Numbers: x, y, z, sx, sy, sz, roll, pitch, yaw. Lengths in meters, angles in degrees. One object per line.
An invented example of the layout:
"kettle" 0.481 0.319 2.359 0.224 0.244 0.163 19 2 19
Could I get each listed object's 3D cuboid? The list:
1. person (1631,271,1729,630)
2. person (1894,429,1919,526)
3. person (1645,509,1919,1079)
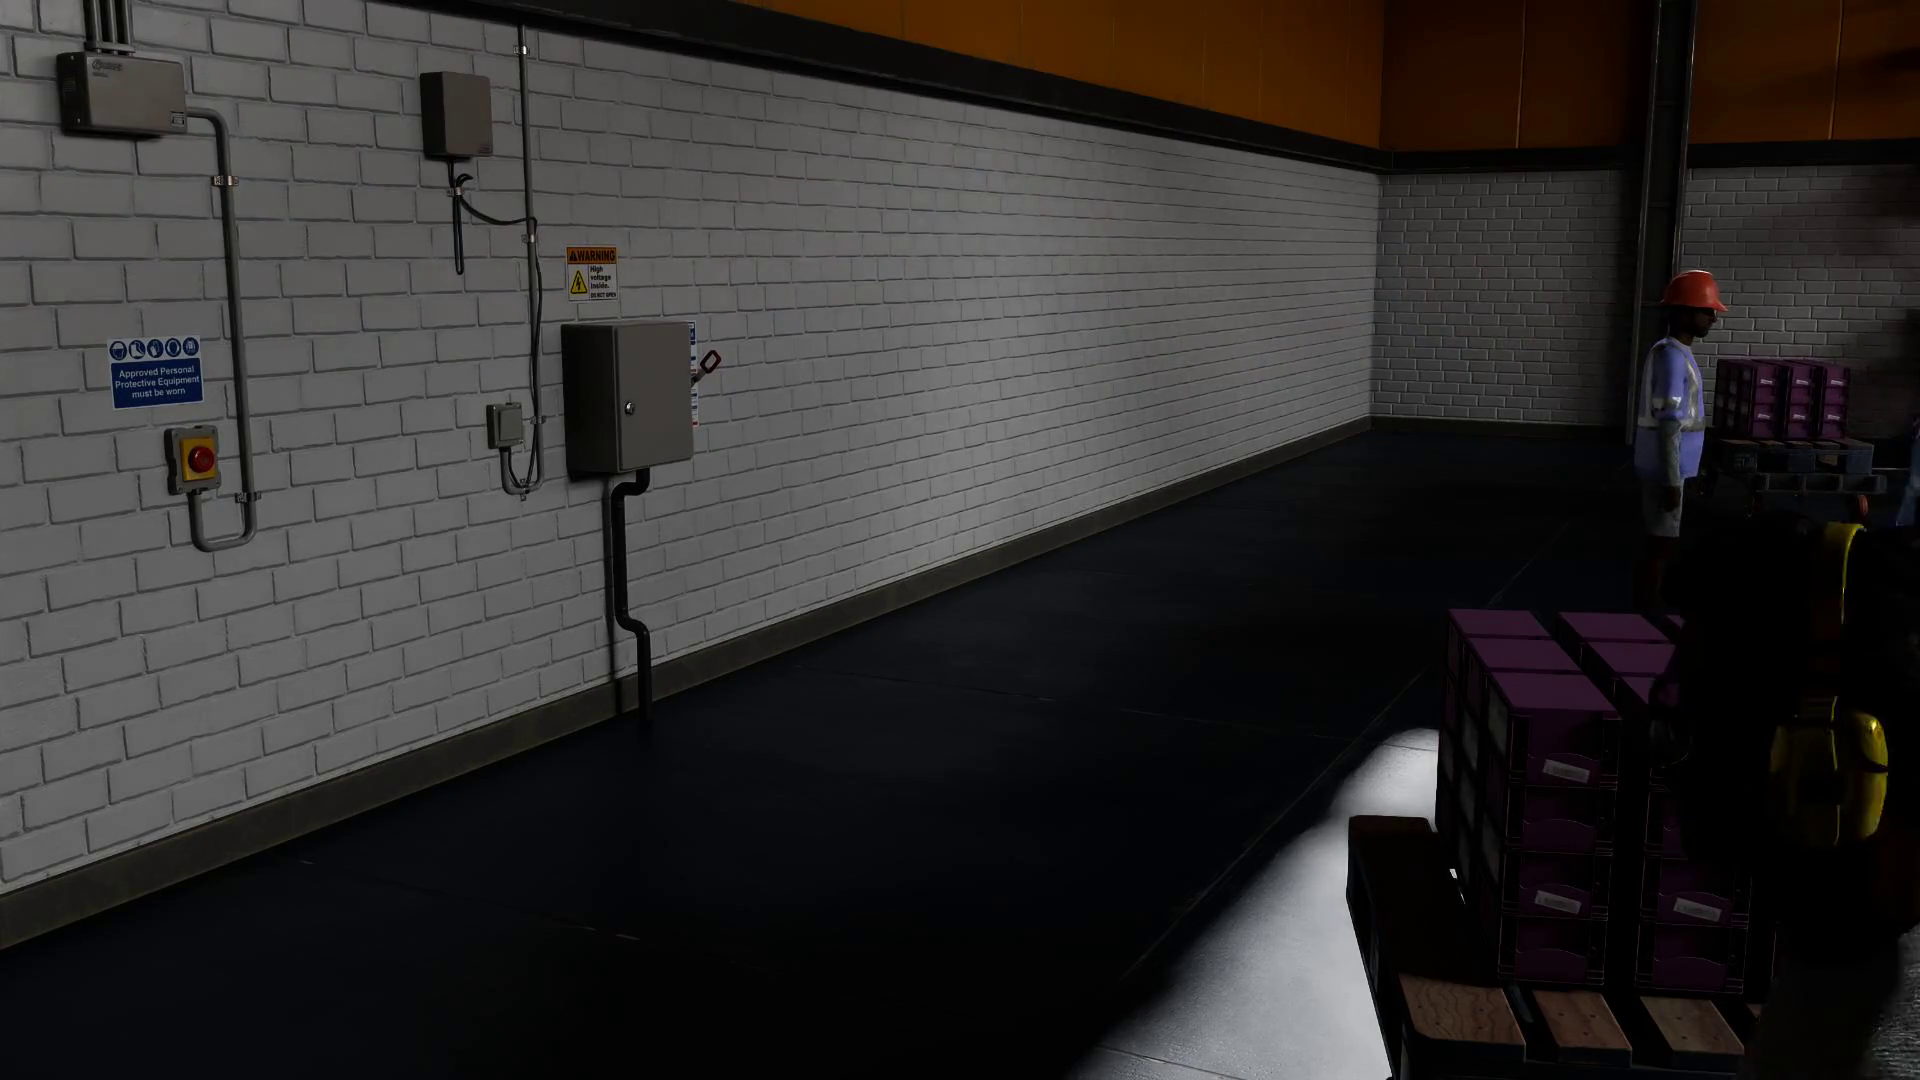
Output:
"person" 3.536 -0.353 8.227 0.378 1.932 0.551 4 10 21
"person" 3.922 0.045 6.615 0.580 1.685 0.361 -8 13 -39
"person" 0.581 0.893 1.326 0.938 1.818 0.539 5 11 28
